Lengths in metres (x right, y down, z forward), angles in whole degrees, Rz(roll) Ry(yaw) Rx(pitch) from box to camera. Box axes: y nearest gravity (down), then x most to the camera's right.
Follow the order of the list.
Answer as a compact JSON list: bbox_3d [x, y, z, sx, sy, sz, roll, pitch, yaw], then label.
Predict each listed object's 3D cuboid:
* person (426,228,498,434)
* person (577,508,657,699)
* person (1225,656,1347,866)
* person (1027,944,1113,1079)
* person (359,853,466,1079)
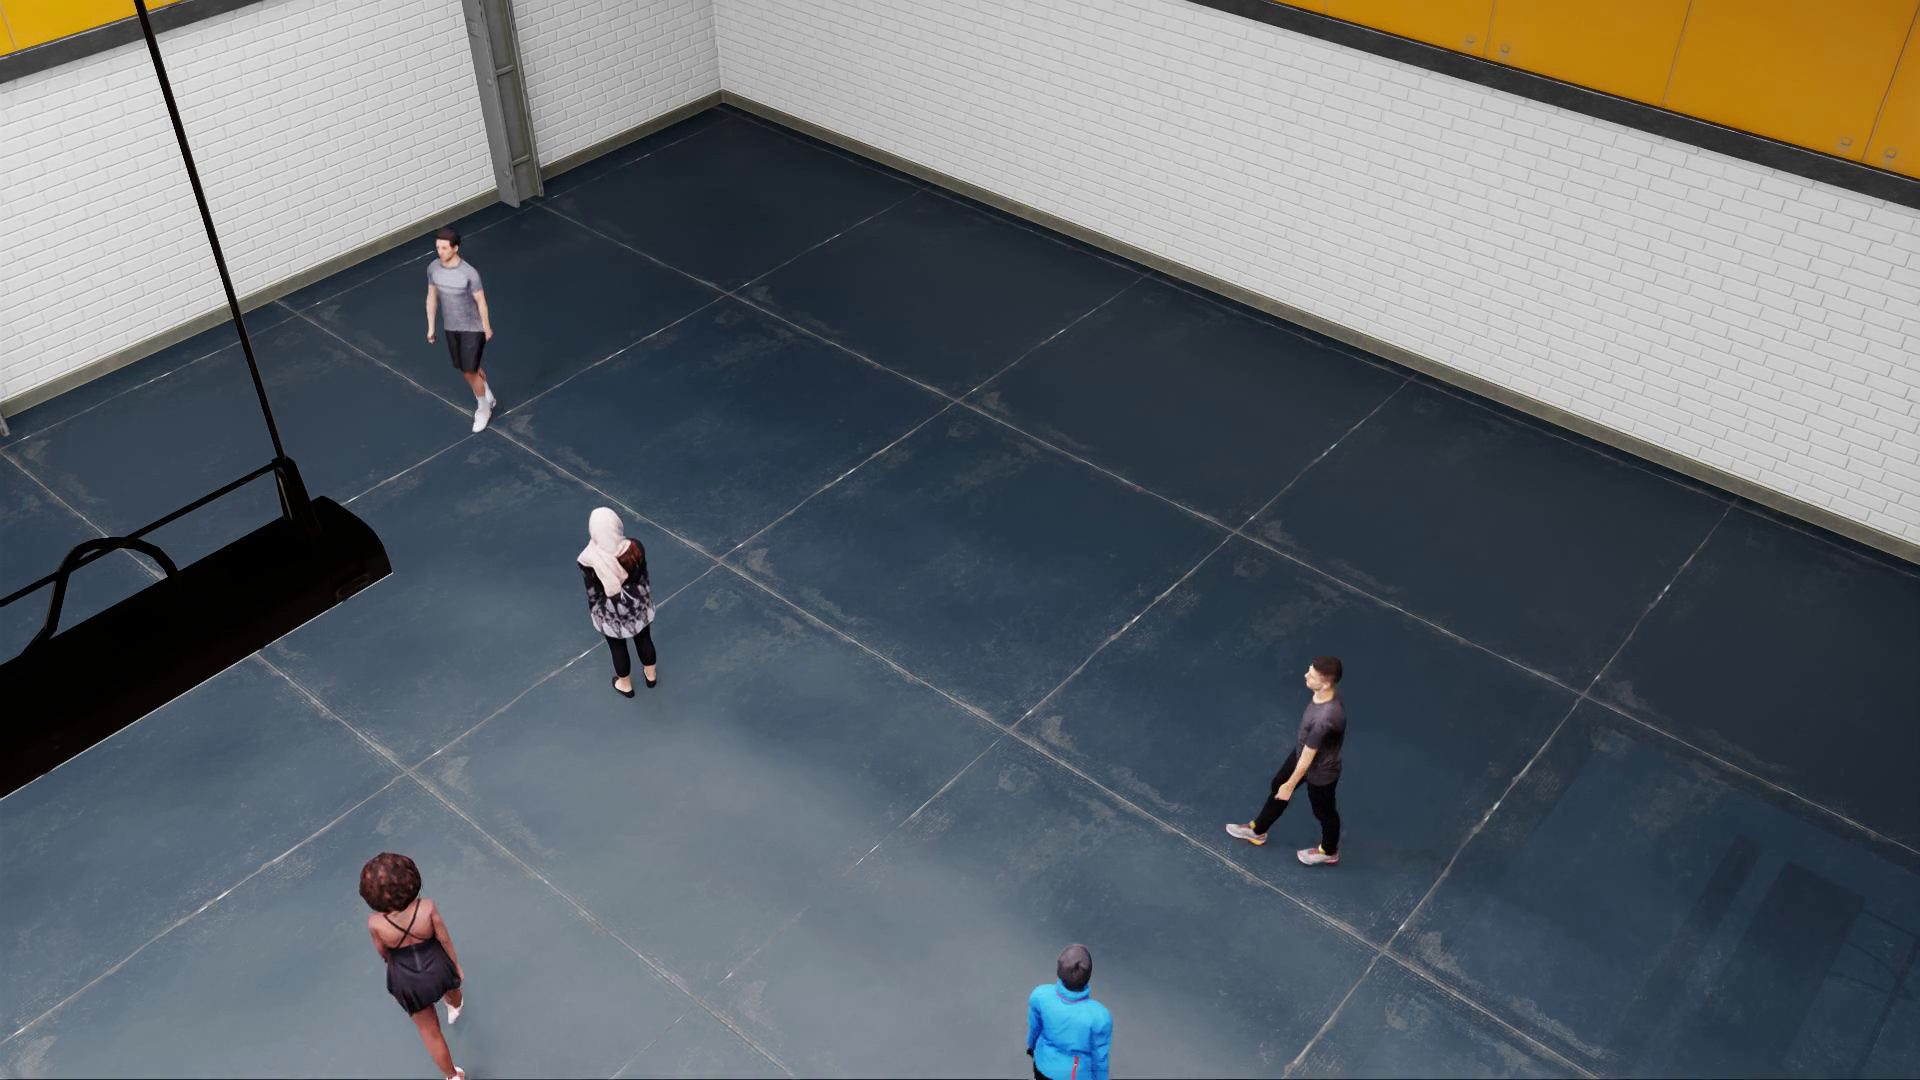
[{"bbox_3d":[-4.269,-1.902,14.495,0.762,1.856,0.815,16,41,19],"label":"person"},{"bbox_3d":[-2.389,0.445,11.735,0.667,1.633,0.777,-19,42,-22],"label":"person"},{"bbox_3d":[2.310,1.425,10.428,1.040,1.733,1.034,1,39,2],"label":"person"},{"bbox_3d":[0.524,2.801,8.674,0.841,1.772,1.077,14,41,17],"label":"person"},{"bbox_3d":[-2.922,2.465,9.107,0.989,1.756,0.868,-17,42,-20],"label":"person"}]
